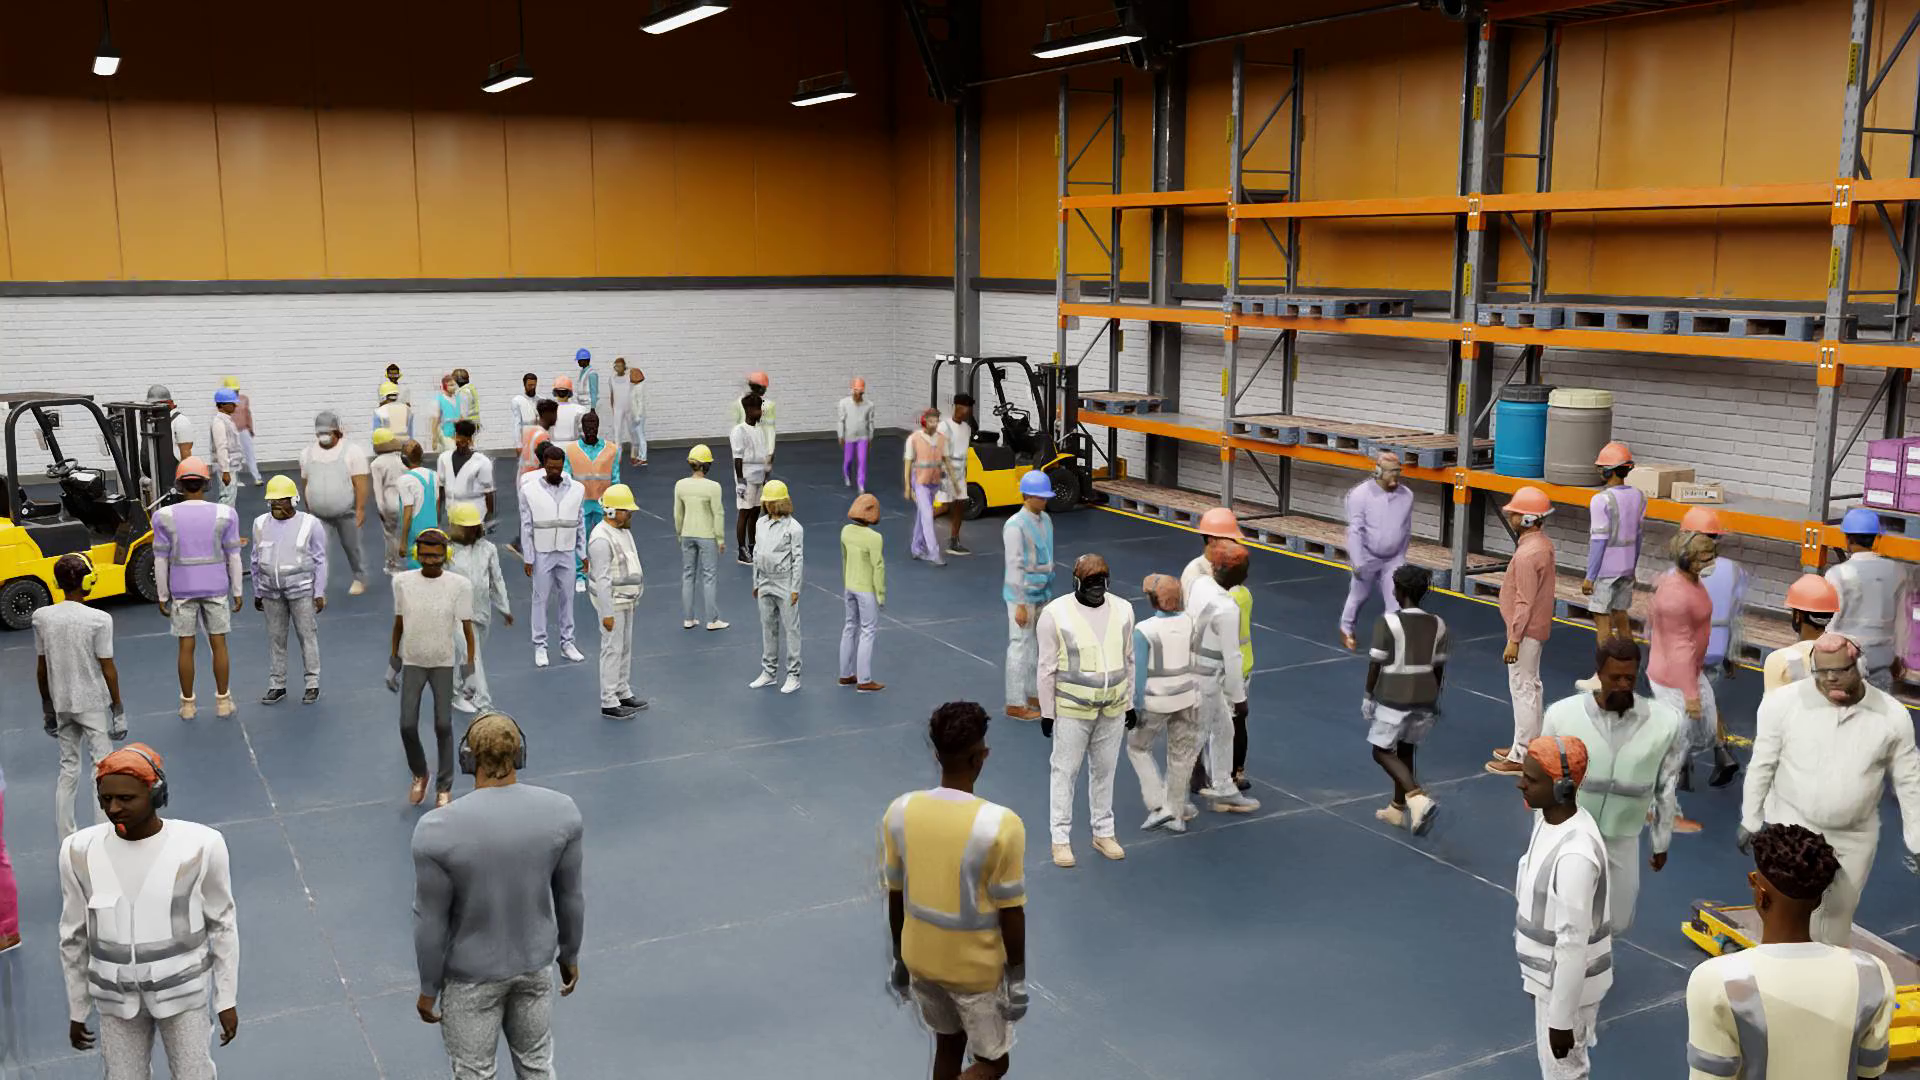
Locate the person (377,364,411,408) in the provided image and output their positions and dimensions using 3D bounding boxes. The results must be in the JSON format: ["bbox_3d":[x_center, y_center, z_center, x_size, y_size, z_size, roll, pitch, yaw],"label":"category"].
[{"bbox_3d":[-8.726,-1.790,25.700,0.509,1.860,0.333,-3,10,-16],"label":"person"}]

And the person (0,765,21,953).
[{"bbox_3d":[-5.030,1.312,8.486,0.498,1.632,0.289,9,14,43],"label":"person"}]

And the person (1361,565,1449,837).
[{"bbox_3d":[2.768,1.002,10.142,0.574,1.670,0.601,-4,11,-22],"label":"person"}]

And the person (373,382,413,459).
[{"bbox_3d":[-7.719,-1.239,22.635,0.404,1.824,0.587,9,13,42],"label":"person"}]

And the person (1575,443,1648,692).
[{"bbox_3d":[5.272,0.231,13.526,0.614,2.040,0.390,-6,12,-33],"label":"person"}]

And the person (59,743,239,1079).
[{"bbox_3d":[-2.865,1.634,5.909,0.579,1.882,0.342,-1,10,-7],"label":"person"}]

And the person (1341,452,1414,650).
[{"bbox_3d":[3.661,0.133,14.655,0.636,1.866,0.975,-2,10,-9],"label":"person"}]

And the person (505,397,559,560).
[{"bbox_3d":[-4.811,-0.649,18.878,0.585,1.942,0.646,-4,11,-22],"label":"person"}]

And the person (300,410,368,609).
[{"bbox_3d":[-6.392,-0.378,17.037,0.681,2.000,0.980,-1,10,-4],"label":"person"}]

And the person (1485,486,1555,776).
[{"bbox_3d":[3.871,0.620,11.419,0.375,1.997,0.612,5,11,28],"label":"person"}]

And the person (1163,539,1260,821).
[{"bbox_3d":[1.606,0.886,10.370,0.735,1.832,0.661,-1,10,-4],"label":"person"}]

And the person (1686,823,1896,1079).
[{"bbox_3d":[2.361,1.777,4.846,0.602,1.967,0.367,-1,10,-4],"label":"person"}]

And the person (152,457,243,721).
[{"bbox_3d":[-5.824,0.375,12.756,0.610,2.030,0.409,-4,11,-24],"label":"person"}]

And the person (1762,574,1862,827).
[{"bbox_3d":[4.353,1.135,8.622,0.543,1.939,0.355,-2,10,-13],"label":"person"}]

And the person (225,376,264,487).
[{"bbox_3d":[-10.886,-1.627,25.149,0.780,1.707,0.601,6,12,31],"label":"person"}]

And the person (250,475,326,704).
[{"bbox_3d":[-5.327,0.396,13.184,0.586,1.833,0.403,0,10,0],"label":"person"}]

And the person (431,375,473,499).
[{"bbox_3d":[-7.256,-1.464,23.947,0.835,1.810,0.593,2,10,14],"label":"person"}]

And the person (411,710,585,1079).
[{"bbox_3d":[-1.685,1.576,6.130,0.641,1.927,0.386,-7,12,-36],"label":"person"}]

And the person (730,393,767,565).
[{"bbox_3d":[-2.396,-0.706,19.142,0.368,1.967,0.602,4,11,22],"label":"person"}]

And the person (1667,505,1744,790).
[{"bbox_3d":[4.883,0.736,10.969,0.566,1.920,0.531,-3,10,-14],"label":"person"}]

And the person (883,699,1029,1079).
[{"bbox_3d":[-0.048,1.557,6.160,0.611,1.944,0.654,8,12,38],"label":"person"}]

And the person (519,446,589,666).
[{"bbox_3d":[-3.539,0.125,14.517,0.587,1.911,0.393,-6,12,-33],"label":"person"}]

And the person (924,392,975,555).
[{"bbox_3d":[-0.164,-0.792,19.743,0.663,1.929,0.675,8,13,39],"label":"person"}]

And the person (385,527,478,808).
[{"bbox_3d":[-3.403,0.823,10.678,0.588,1.851,0.578,-2,10,-11],"label":"person"}]

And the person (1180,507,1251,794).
[{"bbox_3d":[1.667,0.742,10.936,0.408,1.929,0.569,8,13,40],"label":"person"}]

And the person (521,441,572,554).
[{"bbox_3d":[-4.147,-0.154,16.763,0.530,1.688,0.324,-4,11,-20],"label":"person"}]

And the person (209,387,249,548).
[{"bbox_3d":[-8.876,-0.877,20.178,0.396,1.946,0.617,-3,10,-16],"label":"person"}]

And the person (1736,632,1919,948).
[{"bbox_3d":[4.013,1.342,7.608,0.799,1.868,0.697,3,10,14],"label":"person"}]

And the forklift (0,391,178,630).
[{"bbox_3d":[-9.026,-0.363,16.508,1.214,2.155,2.313,6,11,29],"label":"forklift"}]

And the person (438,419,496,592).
[{"bbox_3d":[-4.973,-0.295,16.900,0.632,1.932,0.885,4,11,24],"label":"person"}]

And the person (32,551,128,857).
[{"bbox_3d":[-5.113,0.990,9.693,0.512,1.862,0.322,2,10,9],"label":"person"}]

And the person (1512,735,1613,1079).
[{"bbox_3d":[2.181,1.617,6.068,0.368,1.872,0.592,2,10,14],"label":"person"}]

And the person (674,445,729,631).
[{"bbox_3d":[-2.458,-0.023,15.784,0.526,1.768,0.331,4,11,24],"label":"person"}]

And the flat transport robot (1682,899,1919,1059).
[{"bbox_3d":[4.216,2.070,8.035,0.652,0.197,1.431,-2,10,-11],"label":"flat transport robot"}]

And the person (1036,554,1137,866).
[{"bbox_3d":[0.760,0.986,9.758,0.636,1.841,0.429,-4,11,-21],"label":"person"}]

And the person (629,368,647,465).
[{"bbox_3d":[-5.421,-2.070,27.947,0.279,1.634,0.499,-3,10,-18],"label":"person"}]

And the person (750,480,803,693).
[{"bbox_3d":[-1.497,0.372,13.575,0.486,1.745,0.295,6,12,31],"label":"person"}]

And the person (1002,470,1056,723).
[{"bbox_3d":[0.548,0.417,12.744,0.410,1.945,0.615,6,11,31],"label":"person"}]

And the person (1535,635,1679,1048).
[{"bbox_3d":[2.963,1.321,7.702,0.607,1.897,0.689,2,10,11],"label":"person"}]

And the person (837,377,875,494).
[{"bbox_3d":[-1.554,-1.571,24.769,0.572,1.734,0.597,-2,10,-11],"label":"person"}]

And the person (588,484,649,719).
[{"bbox_3d":[-2.639,0.469,12.805,0.403,1.821,0.602,1,10,6],"label":"person"}]

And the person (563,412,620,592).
[{"bbox_3d":[-3.881,-0.402,17.571,0.587,1.910,0.397,-3,10,-19],"label":"person"}]

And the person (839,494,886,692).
[{"bbox_3d":[-0.802,0.427,13.610,0.285,1.624,0.499,-9,13,-41],"label":"person"}]

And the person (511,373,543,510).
[{"bbox_3d":[-5.967,-1.360,23.053,0.395,1.917,0.590,5,11,26],"label":"person"}]

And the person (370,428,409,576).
[{"bbox_3d":[-6.138,-0.379,18.094,0.501,1.682,0.933,-6,12,-32],"label":"person"}]

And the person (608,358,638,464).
[{"bbox_3d":[-5.734,-2.228,28.427,0.510,1.803,0.970,0,10,1],"label":"person"}]

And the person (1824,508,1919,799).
[{"bbox_3d":[5.948,0.758,10.877,0.648,1.915,0.753,-2,10,-13],"label":"person"}]

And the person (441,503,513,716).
[{"bbox_3d":[-3.712,0.552,12.663,0.901,1.690,0.503,10,14,44],"label":"person"}]

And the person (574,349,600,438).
[{"bbox_3d":[-6.351,-2.290,28.345,0.412,1.938,0.610,-6,12,-32],"label":"person"}]

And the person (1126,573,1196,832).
[{"bbox_3d":[1.256,1.011,10.243,0.532,1.629,0.362,-6,11,-29],"label":"person"}]

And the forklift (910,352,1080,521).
[{"bbox_3d":[0.460,-1.461,22.833,2.313,2.155,1.214,-5,11,-28],"label":"forklift"}]

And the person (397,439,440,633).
[{"bbox_3d":[-5.063,-0.028,15.594,0.329,1.842,0.509,4,11,22],"label":"person"}]

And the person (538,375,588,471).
[{"bbox_3d":[-4.949,-1.040,20.843,0.609,2.044,0.395,-2,10,-11],"label":"person"}]

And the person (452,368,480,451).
[{"bbox_3d":[-7.468,-1.671,25.099,0.429,1.833,0.631,-1,10,-8],"label":"person"}]

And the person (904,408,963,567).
[{"bbox_3d":[-0.297,-0.601,19.005,0.860,1.798,0.607,9,14,43],"label":"person"}]

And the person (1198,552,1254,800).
[{"bbox_3d":[1.751,0.858,10.911,0.320,1.698,0.531,4,11,24],"label":"person"}]

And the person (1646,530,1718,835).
[{"bbox_3d":[4.438,0.876,10.186,0.427,1.916,0.641,7,12,35],"label":"person"}]

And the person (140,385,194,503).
[{"bbox_3d":[-9.403,-0.832,19.655,0.681,2.000,0.534,4,11,21],"label":"person"}]

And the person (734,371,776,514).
[{"bbox_3d":[-2.740,-1.275,22.368,0.619,1.984,1.053,2,10,12],"label":"person"}]
